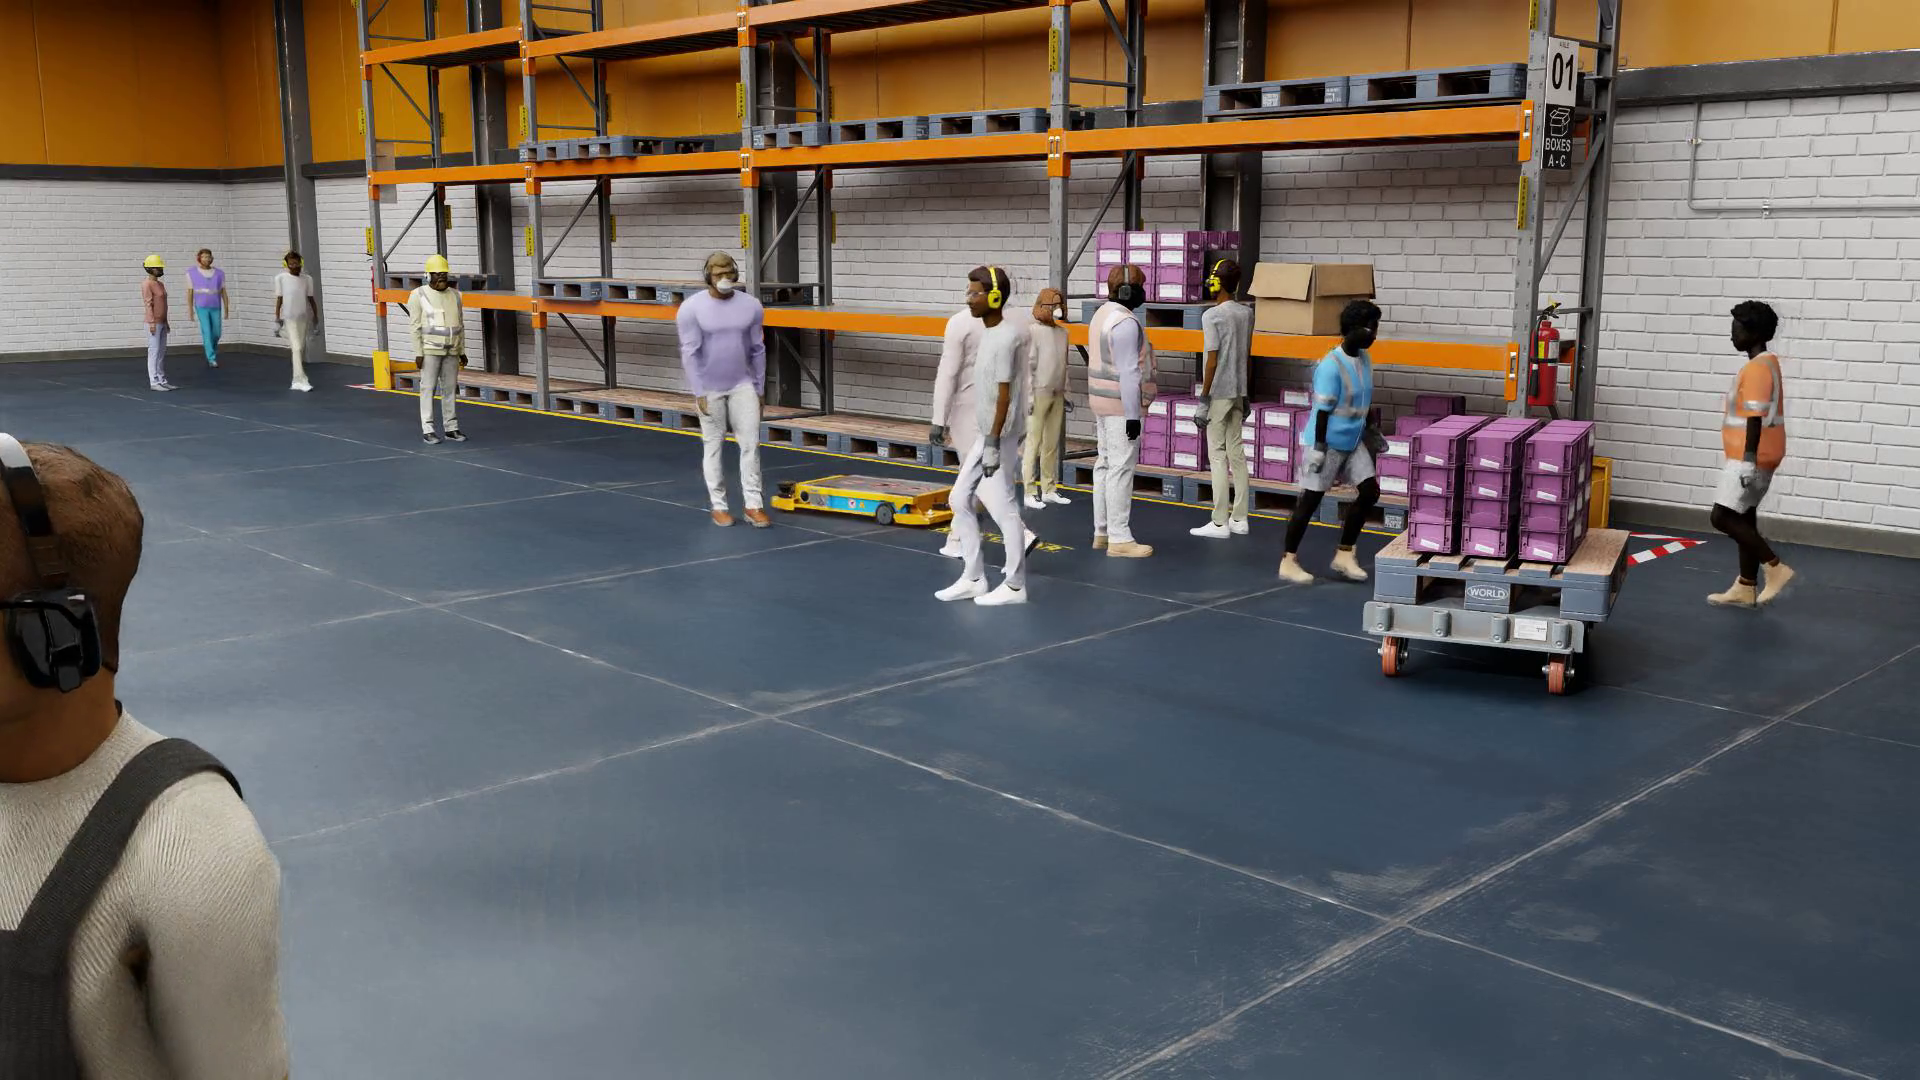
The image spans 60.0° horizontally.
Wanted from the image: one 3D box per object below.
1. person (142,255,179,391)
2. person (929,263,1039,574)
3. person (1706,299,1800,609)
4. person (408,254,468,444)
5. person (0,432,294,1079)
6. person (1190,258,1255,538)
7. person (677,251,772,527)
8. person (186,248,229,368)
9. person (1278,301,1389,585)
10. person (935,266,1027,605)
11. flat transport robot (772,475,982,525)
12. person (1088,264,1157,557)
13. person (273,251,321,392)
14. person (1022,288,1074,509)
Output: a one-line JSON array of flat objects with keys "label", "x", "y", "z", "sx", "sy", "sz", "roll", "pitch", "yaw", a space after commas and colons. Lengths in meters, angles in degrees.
[{"label": "person", "x": -10.452, "y": -2.823, "z": 21.691, "sx": 0.315, "sy": 1.768, "sz": 0.526, "roll": -1, "pitch": 10, "yaw": -5}, {"label": "person", "x": 0.183, "y": -0.750, "z": 10.169, "sx": 0.674, "sy": 1.867, "sz": 0.916, "roll": -9, "pitch": 14, "yaw": -42}, {"label": "person", "x": 4.235, "y": -0.437, "z": 8.885, "sx": 0.403, "sy": 1.681, "sz": 0.550, "roll": 5, "pitch": 12, "yaw": 27}, {"label": "person", "x": -5.081, "y": -1.865, "z": 16.278, "sx": 0.404, "sy": 1.834, "sz": 0.591, "roll": 9, "pitch": 14, "yaw": 40}, {"label": "person", "x": -0.861, "y": 0.806, "z": 1.684, "sx": 0.514, "sy": 1.843, "sz": 0.329, "roll": 7, "pitch": 13, "yaw": 34}, {"label": "person", "x": 1.767, "y": -0.944, "z": 11.164, "sx": 0.535, "sy": 1.868, "sz": 0.309, "roll": -10, "pitch": 14, "yaw": -42}, {"label": "person", "x": -1.598, "y": -1.012, "z": 11.412, "sx": 0.641, "sy": 1.908, "sz": 0.720, "roll": -4, "pitch": 11, "yaw": -23}, {"label": "person", "x": -11.616, "y": -3.584, "z": 25.669, "sx": 0.562, "sy": 1.830, "sz": 0.746, "roll": -8, "pitch": 13, "yaw": -38}, {"label": "person", "x": 2.184, "y": -0.558, "z": 9.635, "sx": 0.596, "sy": 1.647, "sz": 0.552, "roll": 9, "pitch": 14, "yaw": 40}, {"label": "person", "x": 0.091, "y": -0.544, "z": 9.013, "sx": 0.642, "sy": 1.852, "sz": 0.554, "roll": -3, "pitch": 11, "yaw": -14}, {"label": "flat transport robot", "x": -0.610, "y": -0.307, "z": 12.049, "sx": 1.431, "sy": 0.197, "sz": 0.652, "roll": 7, "pitch": 13, "yaw": 34}, {"label": "person", "x": 1.033, "y": -0.819, "z": 10.553, "sx": 0.429, "sy": 1.842, "sz": 0.636, "roll": -2, "pitch": 11, "yaw": -11}, {"label": "person", "x": -8.559, "y": -2.820, "z": 21.539, "sx": 0.888, "sy": 1.812, "sz": 0.628, "roll": 9, "pitch": 14, "yaw": 42}, {"label": "person", "x": 0.657, "y": -1.060, "z": 12.430, "sx": 0.279, "sy": 1.634, "sz": 0.498, "roll": 10, "pitch": 14, "yaw": 43}]
